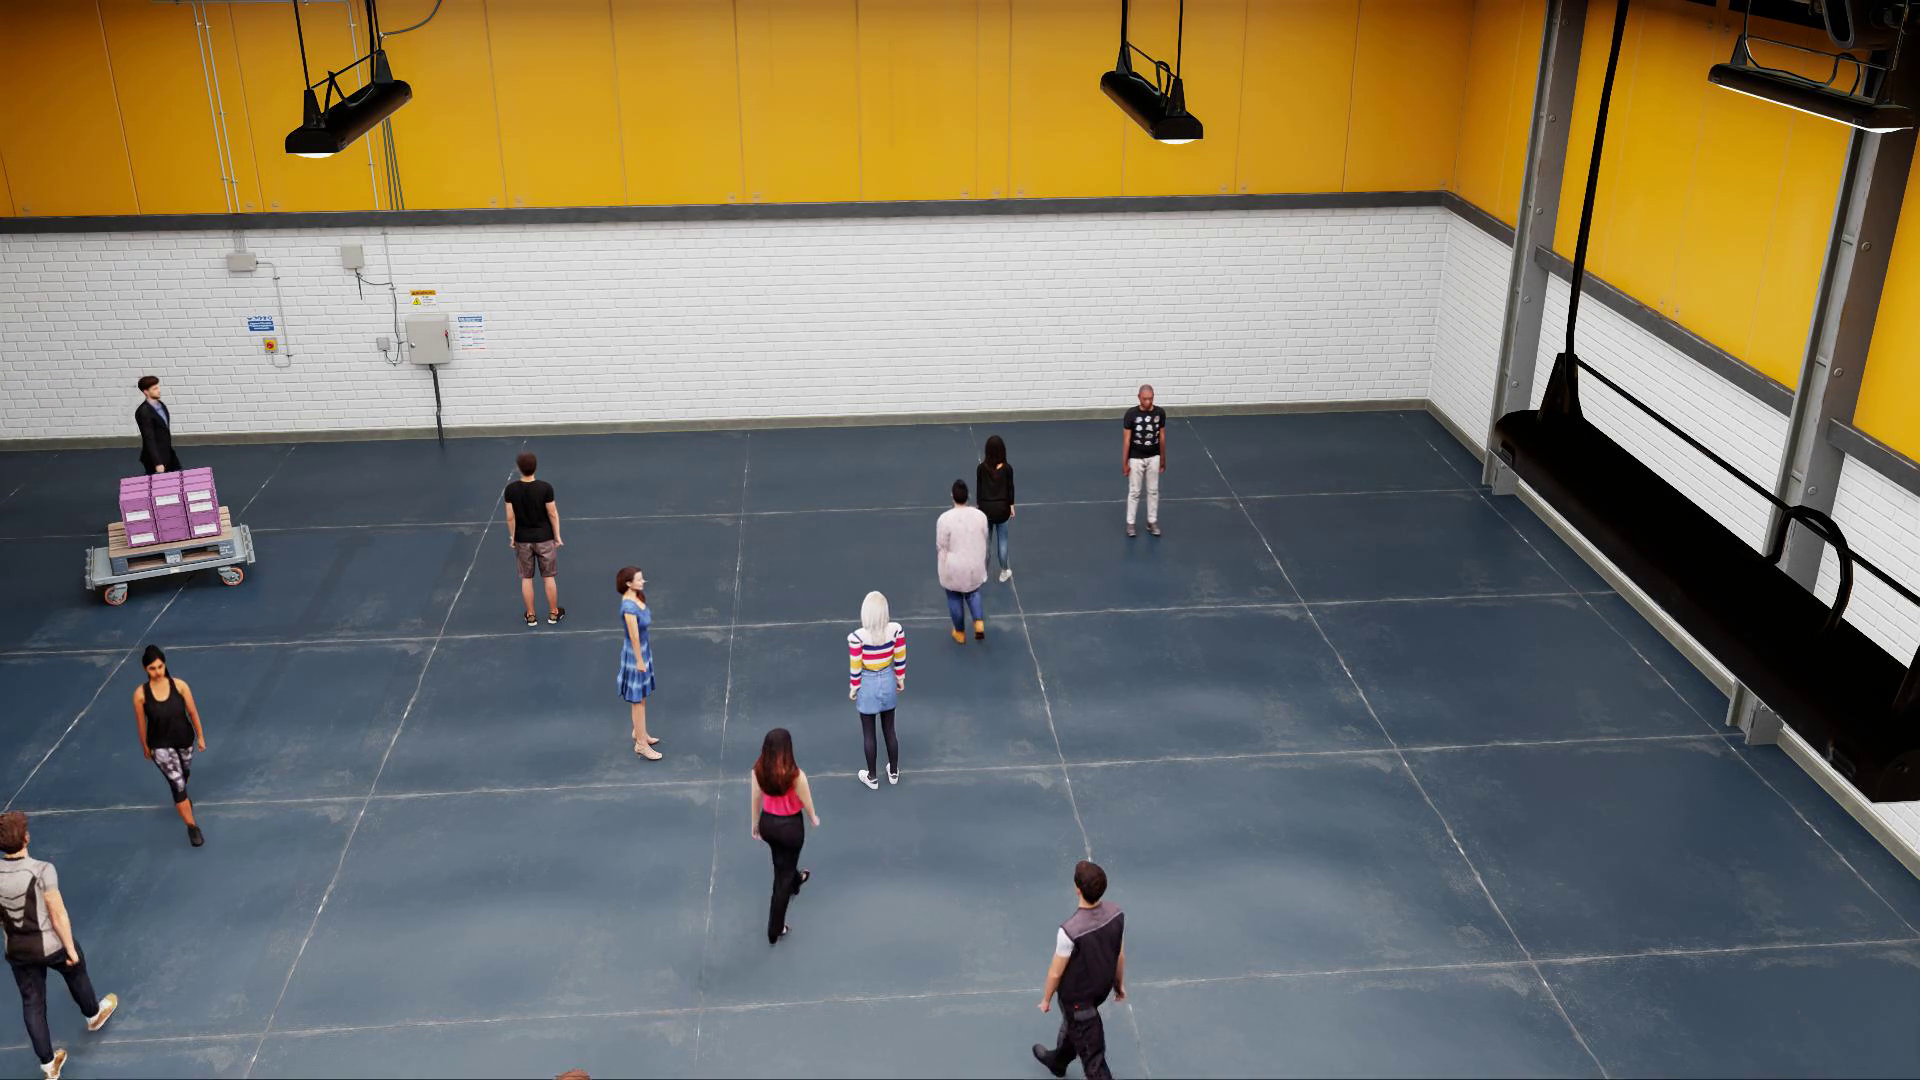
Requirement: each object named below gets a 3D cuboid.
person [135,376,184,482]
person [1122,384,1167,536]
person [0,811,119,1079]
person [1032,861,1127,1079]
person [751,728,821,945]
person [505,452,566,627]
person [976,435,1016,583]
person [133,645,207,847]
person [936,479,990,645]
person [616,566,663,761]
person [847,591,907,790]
[{"bbox_3d":[-9.235,-0.953,18.988,0.849,1.846,1.176,0,24,0],"label":"person"},{"bbox_3d":[2.099,-0.931,18.995,0.673,1.801,0.625,-4,24,-9],"label":"person"},{"bbox_3d":[-5.969,2.662,10.698,0.664,1.864,0.977,-2,24,-5],"label":"person"},{"bbox_3d":[0.837,2.864,10.312,1.091,1.802,1.271,-17,29,-34],"label":"person"},{"bbox_3d":[-1.331,2.177,12.120,0.933,1.613,1.137,11,26,24],"label":"person"},{"bbox_3d":[-4.318,-0.019,16.833,0.676,1.862,0.591,-4,24,-8],"label":"person"},{"bbox_3d":[0.371,-0.341,17.839,0.609,1.646,0.563,2,24,5],"label":"person"},{"bbox_3d":[-6.380,1.597,13.438,1.000,1.620,1.178,-18,29,-35],"label":"person"},{"bbox_3d":[0.035,0.256,16.368,0.755,1.731,0.859,-5,24,-12],"label":"person"},{"bbox_3d":[-2.791,1.051,14.455,0.754,1.806,0.544,-5,24,-12],"label":"person"},{"bbox_3d":[-0.700,1.248,14.001,0.709,1.809,0.625,-10,25,-21],"label":"person"}]
